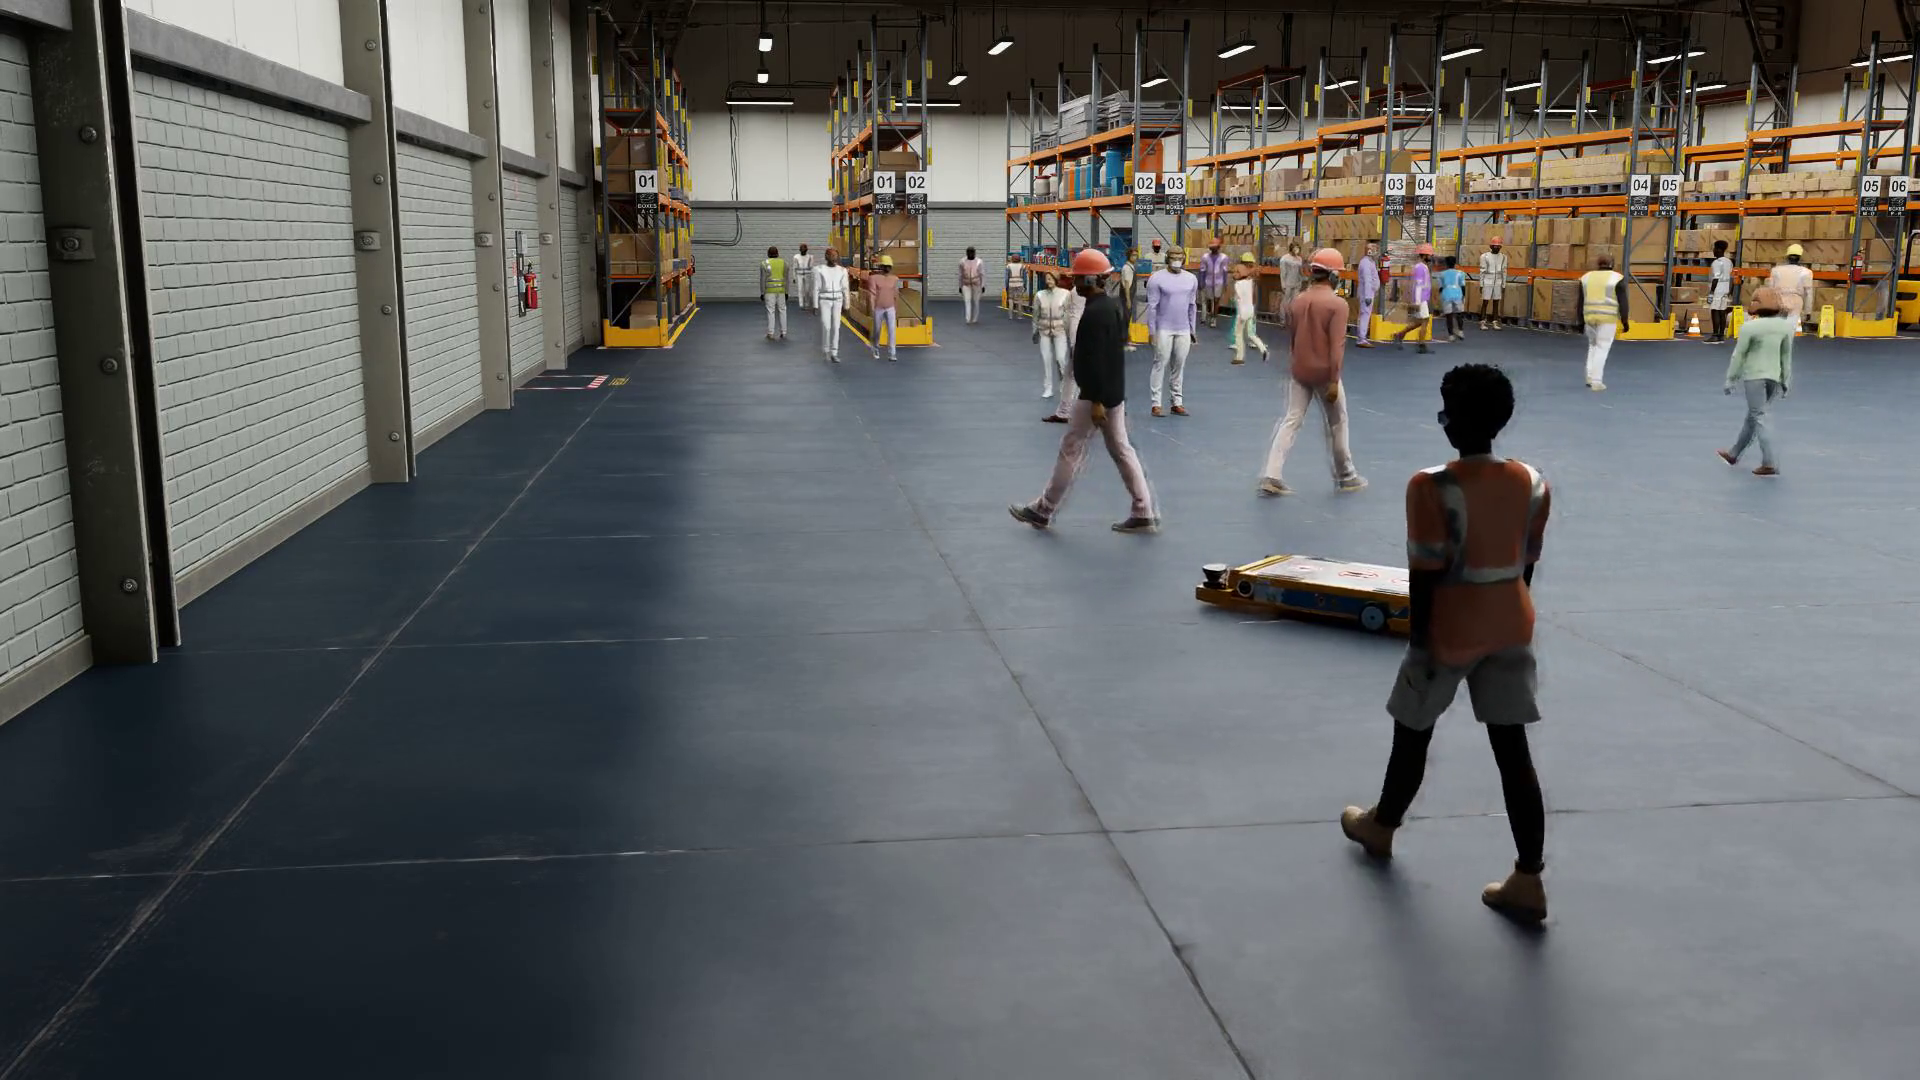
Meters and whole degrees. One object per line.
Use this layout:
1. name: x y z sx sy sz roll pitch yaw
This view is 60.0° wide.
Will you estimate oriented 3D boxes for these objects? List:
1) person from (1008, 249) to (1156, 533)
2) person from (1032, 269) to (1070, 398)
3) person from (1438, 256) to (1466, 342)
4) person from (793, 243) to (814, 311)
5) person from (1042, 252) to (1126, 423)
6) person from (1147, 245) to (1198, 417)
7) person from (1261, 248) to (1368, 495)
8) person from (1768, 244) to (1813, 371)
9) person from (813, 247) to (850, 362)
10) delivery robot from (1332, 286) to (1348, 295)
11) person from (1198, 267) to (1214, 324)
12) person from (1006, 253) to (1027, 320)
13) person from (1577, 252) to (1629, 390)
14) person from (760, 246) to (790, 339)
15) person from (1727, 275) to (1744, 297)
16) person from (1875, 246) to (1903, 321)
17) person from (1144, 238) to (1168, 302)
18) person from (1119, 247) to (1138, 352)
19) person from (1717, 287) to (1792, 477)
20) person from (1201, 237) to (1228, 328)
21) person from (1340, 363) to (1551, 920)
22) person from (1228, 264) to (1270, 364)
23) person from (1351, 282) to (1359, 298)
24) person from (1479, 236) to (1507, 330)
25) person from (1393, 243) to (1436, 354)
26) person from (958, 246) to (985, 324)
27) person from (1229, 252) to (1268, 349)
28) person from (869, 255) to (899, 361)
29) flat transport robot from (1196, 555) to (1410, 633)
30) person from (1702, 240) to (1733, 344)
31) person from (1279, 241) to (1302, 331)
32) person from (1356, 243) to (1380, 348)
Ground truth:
1. person: 0.886 -1.008 11.395 1.040 1.933 0.651 4 11 21
2. person: 1.164 -2.598 20.975 0.536 1.622 0.383 4 11 19
3. person: 9.573 -4.686 32.320 0.582 1.662 0.447 6 12 28
4. person: -4.305 -7.249 45.867 0.592 1.851 0.882 -1 10 -7
5. person: 1.370 -2.168 17.954 0.944 1.868 0.650 3 11 16
6. person: 2.401 -2.363 18.832 0.633 1.936 0.355 -4 11 -21
7. person: 2.789 -1.314 13.071 1.031 1.946 0.621 -7 13 -35
8. person: 12.658 -3.537 25.350 0.623 1.898 0.762 8 13 36
9. person: -2.053 -3.781 26.810 0.606 1.862 0.529 -4 11 -21
10. delivery robot: 11.362 -7.316 49.517 0.707 0.478 0.477 1 10 4
11. person: 5.773 -5.816 38.598 0.497 1.633 0.289 1 10 4
12. person: 1.374 -6.187 40.617 0.522 1.638 0.310 1 10 6
13. person: 8.577 -2.906 22.131 0.589 1.818 0.620 -8 13 -39
14. person: -3.717 -4.944 33.269 0.624 1.836 0.430 -6 12 -28
15. person: 20.927 -7.108 44.904 0.585 1.920 0.391 -1 10 -6
16. person: 19.767 -5.355 35.496 0.582 1.839 0.430 -4 11 -19
17. person: 4.712 -6.247 39.966 0.612 1.994 0.395 -2 10 -8
18. person: 3.001 -4.273 29.561 0.342 1.842 0.506 2 10 9
19. person: 6.805 -1.367 14.294 0.523 1.585 0.825 -3 11 -17
20. person: 5.710 -5.784 37.357 0.606 2.028 0.560 3 11 14
21. person: 1.552 0.281 5.118 0.547 1.643 0.886 -4 11 -21
22. person: 4.609 -3.574 26.398 0.609 1.604 0.512 7 13 34
23. person: 9.819 -6.215 40.608 0.502 1.695 0.919 0 10 -1
24. person: 11.571 -5.556 36.078 0.606 2.035 0.405 -1 10 -4
25. person: 7.937 -4.188 28.898 0.673 1.917 0.559 4 11 20
26. person: 0.277 -5.968 38.948 0.632 1.812 0.861 1 10 3
27. person: 5.238 -4.301 29.998 0.774 1.738 0.541 4 11 21
28. person: -1.265 -3.837 27.462 0.524 1.729 0.855 -3 11 -14
29. flat transport robot: 2.057 0.272 8.955 1.431 0.197 0.652 8 13 37
30. person: 14.416 -4.712 31.628 0.603 1.967 0.367 -9 13 -40
31. person: 7.144 -5.472 35.903 0.625 1.934 0.364 -7 13 -34
32. person: 7.506 -4.487 30.561 0.401 1.906 0.650 2 10 8
